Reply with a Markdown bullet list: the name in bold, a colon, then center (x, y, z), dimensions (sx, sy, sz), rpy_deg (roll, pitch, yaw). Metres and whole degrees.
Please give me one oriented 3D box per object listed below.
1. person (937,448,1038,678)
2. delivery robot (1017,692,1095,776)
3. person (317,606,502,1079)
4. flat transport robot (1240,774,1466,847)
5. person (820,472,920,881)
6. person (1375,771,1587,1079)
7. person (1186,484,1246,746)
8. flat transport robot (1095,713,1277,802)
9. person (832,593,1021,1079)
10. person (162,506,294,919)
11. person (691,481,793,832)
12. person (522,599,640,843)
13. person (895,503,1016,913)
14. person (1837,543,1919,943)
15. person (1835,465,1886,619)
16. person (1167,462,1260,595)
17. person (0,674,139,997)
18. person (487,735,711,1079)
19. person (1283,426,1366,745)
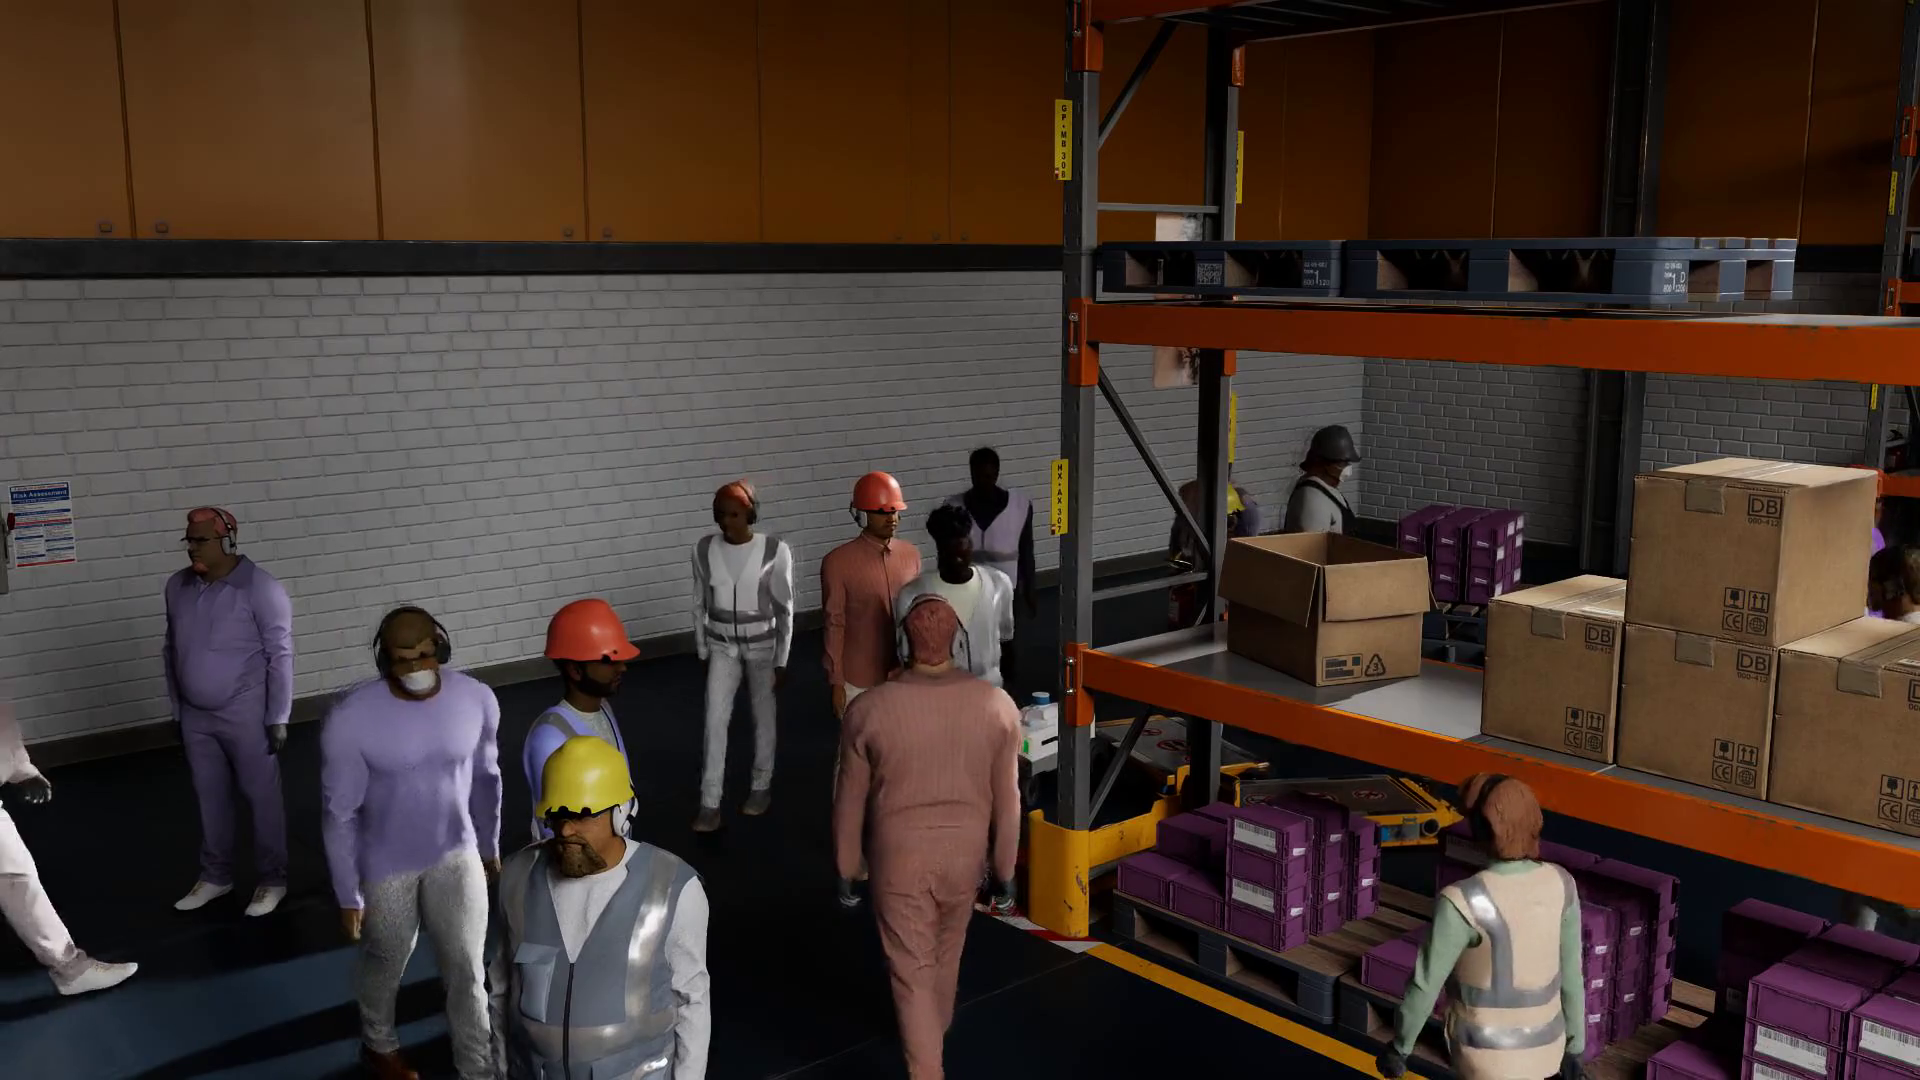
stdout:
- **person**: center (0.160, 0.334, 10.515), dimensions (0.618, 1.855, 0.852), rpy_deg (2, 10, 11)
- **delivery robot**: center (0.455, 1.109, 9.455), dimensions (0.477, 0.478, 0.707), rpy_deg (8, 12, 38)
- **person**: center (-1.876, 1.124, 5.769), dimensions (0.663, 1.876, 1.053), rpy_deg (-7, 12, -35)
- **flat transport robot**: center (1.925, 1.430, 8.679), dimensions (1.431, 0.197, 0.652), rpy_deg (-1, 10, -8)
- **person**: center (-0.410, 0.653, 8.190), dimensions (0.610, 1.996, 0.379), rpy_deg (-9, 13, -43)
- **person**: center (1.466, 1.442, 4.721), dimensions (0.523, 1.596, 0.829), rpy_deg (-7, 12, -34)
- **person**: center (1.456, 0.561, 9.388), dimensions (0.297, 1.772, 0.533), rpy_deg (-2, 10, -10)
- **flat transport robot**: center (1.202, 1.263, 9.659), dimensions (0.652, 0.197, 1.431), rpy_deg (-4, 10, -22)
- **person**: center (-0.116, 1.116, 5.885), dimensions (0.654, 1.865, 0.970), rpy_deg (-2, 10, -14)
- **person**: center (-3.378, 0.790, 7.647), dimensions (0.642, 1.909, 0.399), rpy_deg (3, 10, 15)
- **person**: center (-1.170, 0.620, 8.794), dimensions (0.593, 1.848, 0.856), rpy_deg (1, 10, 8)
- **person**: center (-1.211, 1.145, 5.475), dimensions (0.368, 1.939, 0.542), rpy_deg (1, 10, 5)
- **person**: center (-0.006, 0.749, 7.904), dimensions (0.629, 1.910, 0.905), rpy_deg (-3, 10, -15)
- **person**: center (3.750, 0.970, 6.581), dimensions (0.767, 1.915, 0.637), rpy_deg (9, 13, 42)
- **person**: center (4.754, 0.530, 9.172), dimensions (0.888, 1.898, 0.551), rpy_deg (8, 13, 39)
- **person**: center (1.714, 0.267, 11.076), dimensions (0.715, 1.804, 0.654), rpy_deg (-8, 13, -41)
- **person**: center (-3.927, 1.002, 6.596), dimensions (1.016, 1.843, 0.626), rpy_deg (-5, 11, -26)
- **person**: center (-0.945, 1.394, 4.321), dimensions (0.588, 1.834, 0.403), rpy_deg (1, 10, 7)
- **person**: center (2.290, 0.282, 10.230), dimensions (0.628, 2.000, 0.702), rpy_deg (2, 10, 14)
